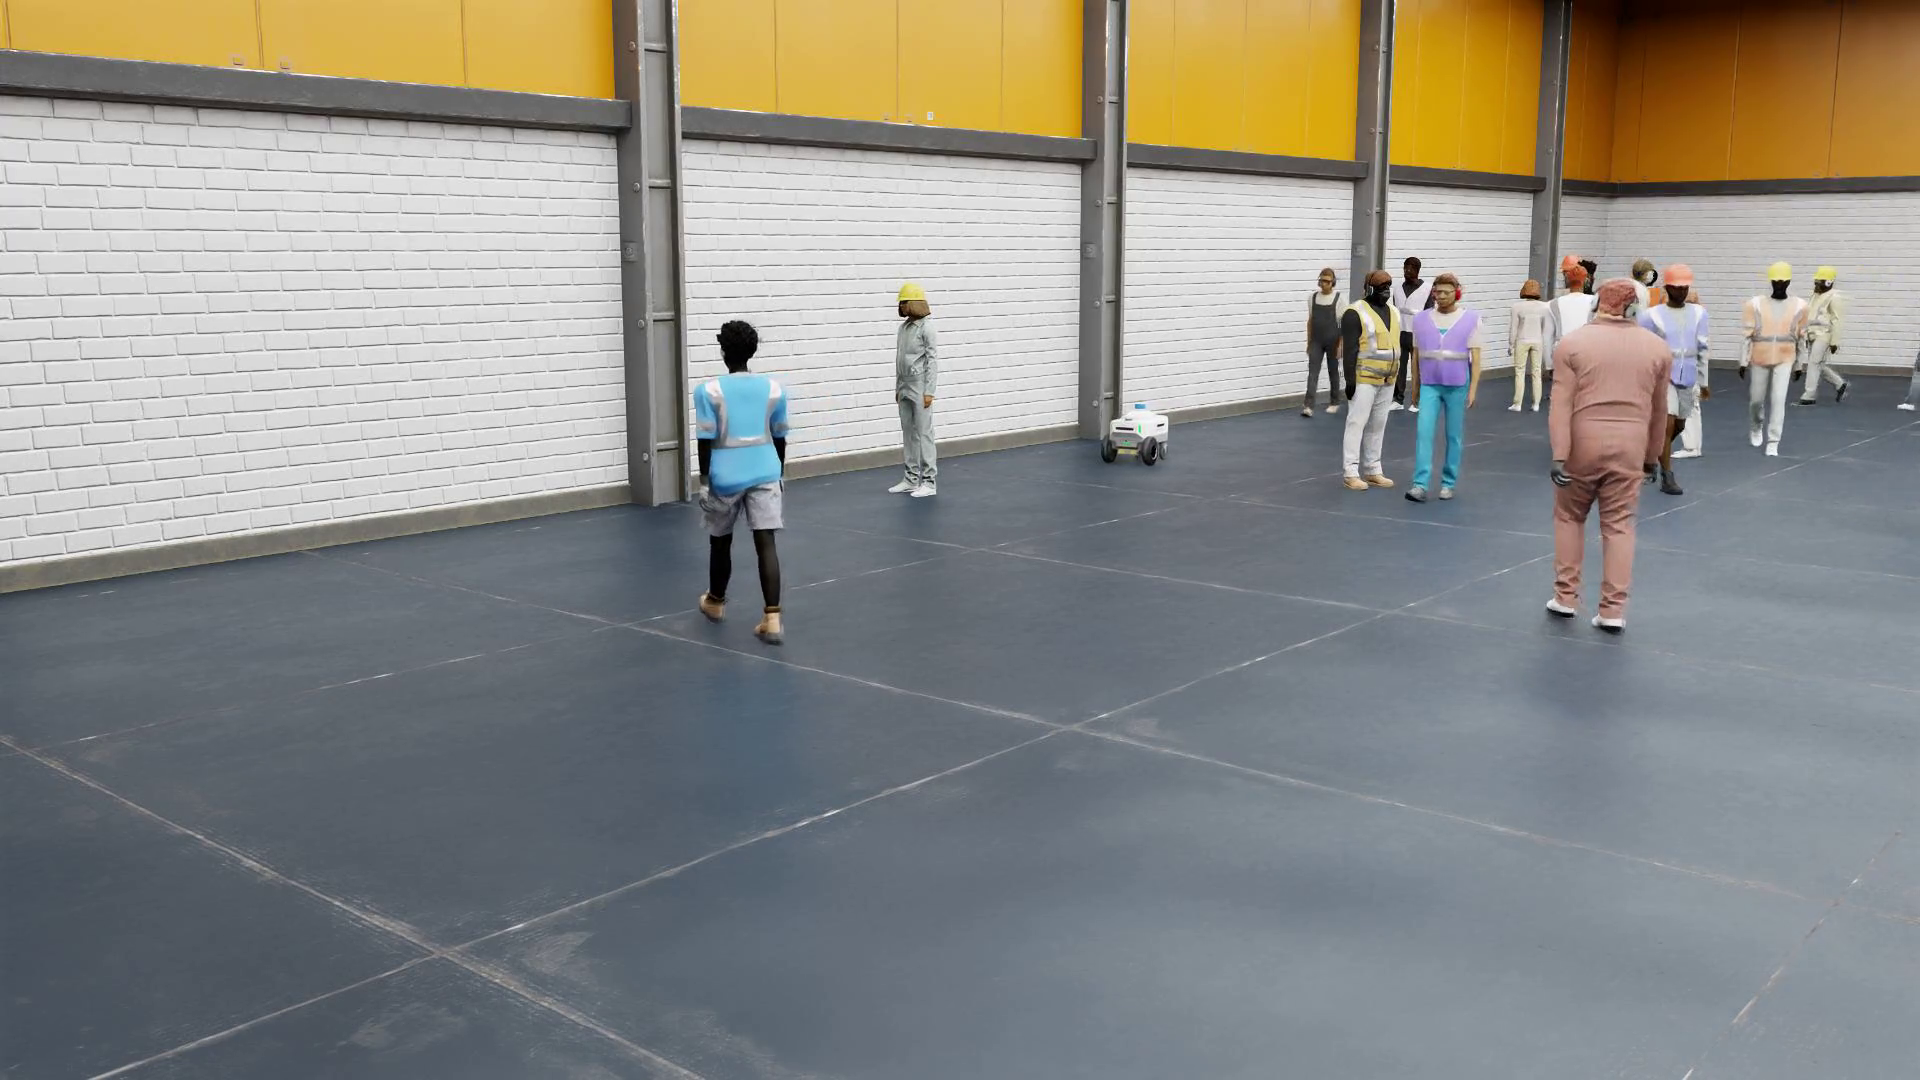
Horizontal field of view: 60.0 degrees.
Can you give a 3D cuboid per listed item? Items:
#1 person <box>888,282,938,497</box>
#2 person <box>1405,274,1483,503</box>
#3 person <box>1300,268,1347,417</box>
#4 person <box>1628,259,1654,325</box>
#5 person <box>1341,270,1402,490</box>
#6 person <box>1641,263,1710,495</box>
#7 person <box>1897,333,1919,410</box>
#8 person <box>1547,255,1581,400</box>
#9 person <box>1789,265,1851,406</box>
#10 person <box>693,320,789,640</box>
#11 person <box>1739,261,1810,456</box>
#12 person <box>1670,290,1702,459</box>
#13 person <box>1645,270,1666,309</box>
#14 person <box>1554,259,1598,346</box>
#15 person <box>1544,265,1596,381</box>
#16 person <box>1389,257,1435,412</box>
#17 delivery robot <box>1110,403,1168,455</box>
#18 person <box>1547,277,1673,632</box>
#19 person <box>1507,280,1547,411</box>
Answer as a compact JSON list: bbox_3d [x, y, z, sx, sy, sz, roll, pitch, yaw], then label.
[{"bbox_3d":[-0.385,-1.226,13.608,0.303,1.743,0.494,-7,12,-35],"label":"person"},{"bbox_3d":[3.812,-1.187,13.184,0.575,1.809,0.828,5,11,27],"label":"person"},{"bbox_3d":[4.409,-2.378,20.065,0.520,1.788,0.995,6,11,29],"label":"person"},{"bbox_3d":[7.730,-2.299,19.312,0.367,1.904,0.769,-1,10,-8],"label":"person"},{"bbox_3d":[3.479,-1.344,14.004,0.633,1.841,0.429,-7,12,-34],"label":"person"},{"bbox_3d":[5.943,-1.366,13.952,0.549,1.911,0.888,0,10,-2],"label":"person"},{"bbox_3d":[12.053,-2.365,20.522,0.500,1.592,0.852,-1,10,-7],"label":"person"},{"bbox_3d":[8.007,-2.771,21.871,0.387,1.930,0.553,-3,10,-15],"label":"person"},{"bbox_3d":[11.082,-2.605,21.276,0.720,1.813,0.605,1,10,3],"label":"person"},{"bbox_3d":[-1.145,-0.325,8.737,0.546,1.644,0.886,-5,11,-27],"label":"person"},{"bbox_3d":[8.062,-1.808,16.490,0.591,1.901,0.865,5,11,25],"label":"person"},{"bbox_3d":[7.029,-1.594,16.069,0.360,1.614,0.520,5,11,26],"label":"person"},{"bbox_3d":[10.802,-3.407,26.148,0.536,1.700,0.318,-2,10,-9],"label":"person"},{"bbox_3d":[6.262,-1.856,16.718,0.601,1.926,1.001,2,10,12],"label":"person"},{"bbox_3d":[5.878,-1.681,15.862,0.597,1.856,0.788,5,11,28],"label":"person"},{"bbox_3d":[5.608,-2.553,20.681,0.390,1.914,0.587,-10,14,-44],"label":"person"},{"bbox_3d":[1.702,-1.057,15.761,0.477,0.478,0.707,6,11,29],"label":"delivery robot"},{"bbox_3d":[3.454,-0.459,8.900,0.664,1.865,0.715,1,10,5],"label":"person"},{"bbox_3d":[7.055,-2.409,20.658,0.500,1.633,0.280,0,10,-1],"label":"person"}]
